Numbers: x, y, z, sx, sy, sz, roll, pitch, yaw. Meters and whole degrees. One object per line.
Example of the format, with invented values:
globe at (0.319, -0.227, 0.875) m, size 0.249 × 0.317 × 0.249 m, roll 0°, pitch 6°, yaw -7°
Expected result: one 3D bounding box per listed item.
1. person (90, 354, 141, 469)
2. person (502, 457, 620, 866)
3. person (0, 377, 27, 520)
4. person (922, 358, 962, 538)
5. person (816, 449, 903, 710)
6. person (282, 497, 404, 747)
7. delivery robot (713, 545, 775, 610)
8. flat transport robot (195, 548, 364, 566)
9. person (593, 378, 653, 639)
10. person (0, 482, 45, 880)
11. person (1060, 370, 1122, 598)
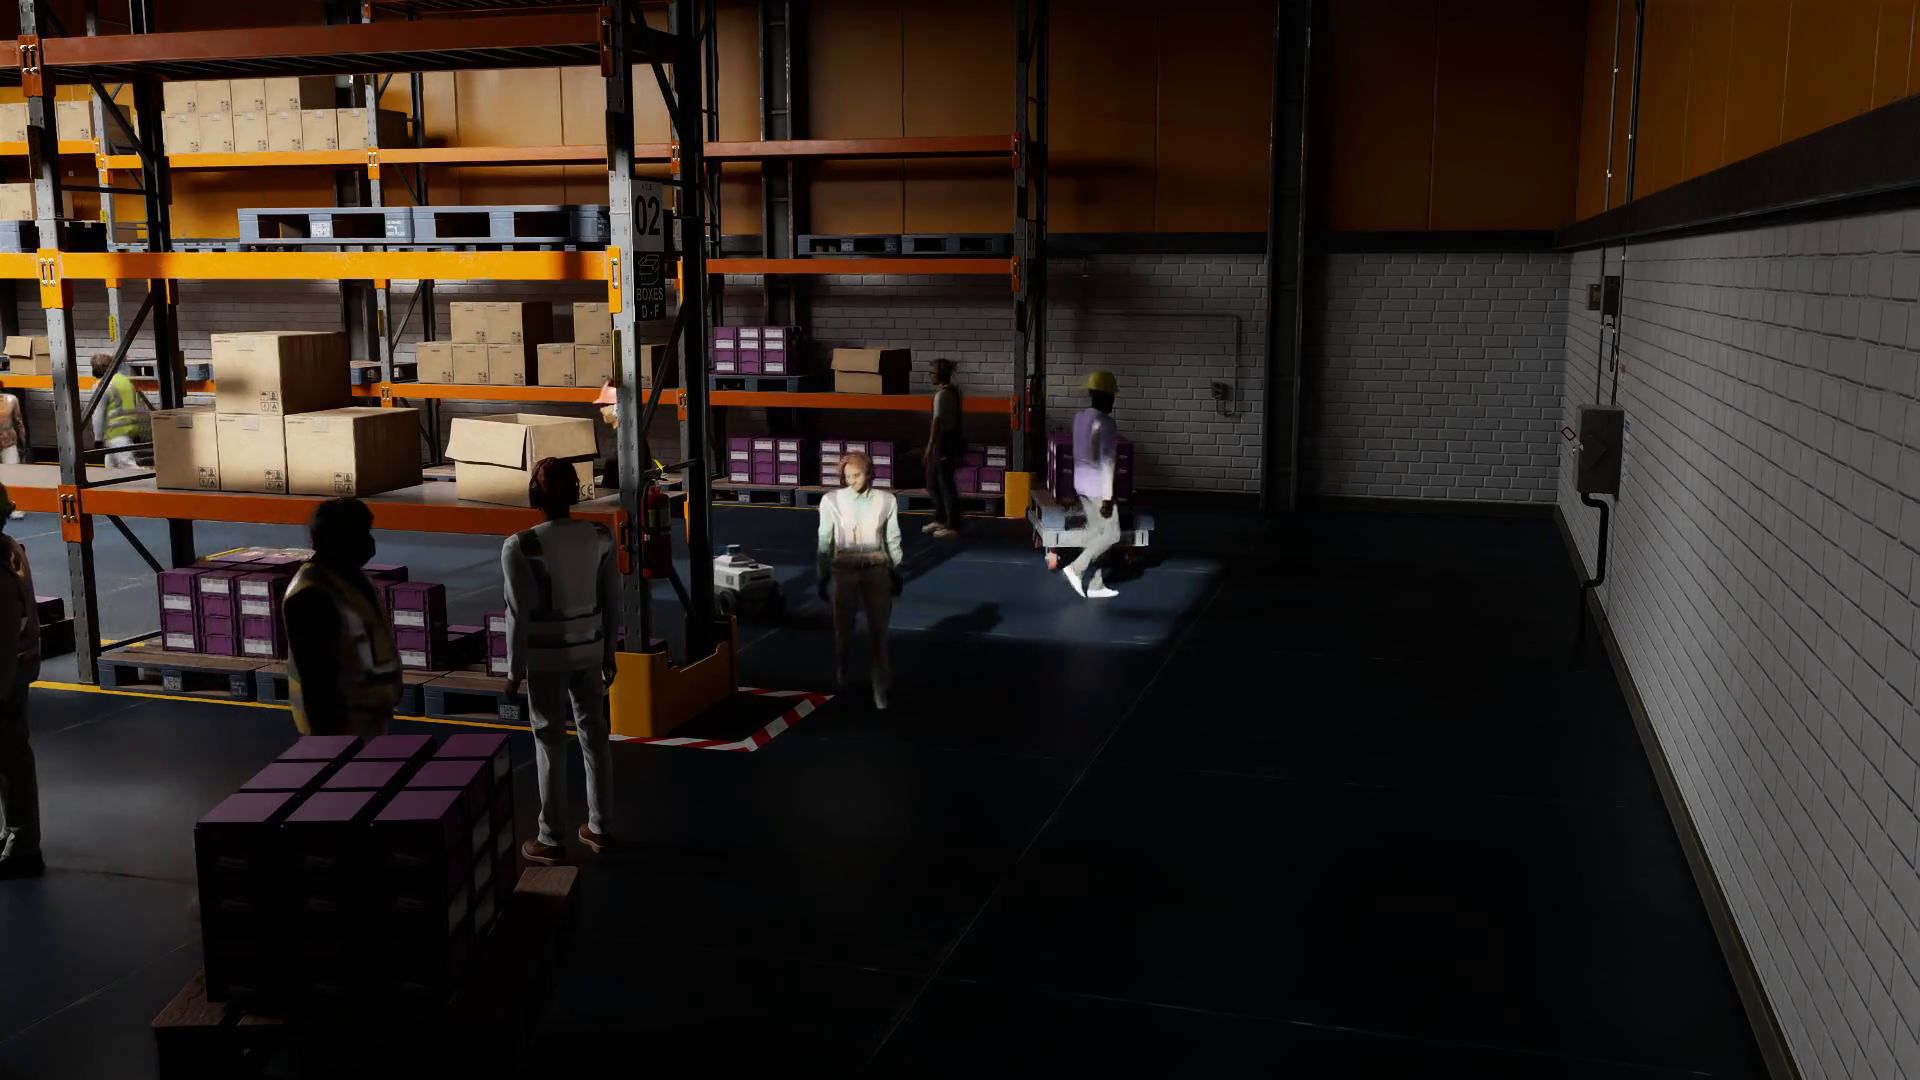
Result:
person at (-9.363, -1.193, 18.615) m, size 0.918 × 1.798 × 0.647 m, roll 0°, pitch 9°, yaw 1°
person at (-1.830, 0.558, 7.657) m, size 0.576 × 1.880 × 0.355 m, roll -8°, pitch 13°, yaw -42°
person at (-10.374, -1.003, 17.977) m, size 0.526 × 1.595 × 0.771 m, roll -6°, pitch 11°, yaw -32°
person at (-0.236, -0.923, 16.843) m, size 0.612 × 1.827 × 0.529 m, roll 2°, pitch 9°, yaw 11°
person at (-0.626, 0.228, 10.423) m, size 0.557 × 1.624 × 0.482 m, roll -1°, pitch 9°, yaw -8°
person at (-2.487, 0.733, 6.752) m, size 0.447 × 1.846 × 0.634 m, roll -1°, pitch 9°, yaw -3°
delivery robot at (-1.775, 0.281, 13.085) m, size 0.477 × 0.478 × 0.707 m, roll -8°, pitch 13°, yaw -42°
flat transport robot at (-6.009, 0.221, 14.599) m, size 1.431 × 0.197 × 0.652 m, roll 2°, pitch 10°, yaw 14°
person at (-2.288, -0.116, 11.408) m, size 0.391 × 1.995 × 0.613 m, roll -1°, pitch 9°, yaw -6°
person at (-4.360, 0.605, 7.496) m, size 0.404 × 1.835 × 0.600 m, roll -5°, pitch 11°, yaw -29°
person at (1.081, -0.438, 13.638) m, size 0.536 × 1.913 × 0.588 m, roll -5°, pitch 11°, yaw -27°
